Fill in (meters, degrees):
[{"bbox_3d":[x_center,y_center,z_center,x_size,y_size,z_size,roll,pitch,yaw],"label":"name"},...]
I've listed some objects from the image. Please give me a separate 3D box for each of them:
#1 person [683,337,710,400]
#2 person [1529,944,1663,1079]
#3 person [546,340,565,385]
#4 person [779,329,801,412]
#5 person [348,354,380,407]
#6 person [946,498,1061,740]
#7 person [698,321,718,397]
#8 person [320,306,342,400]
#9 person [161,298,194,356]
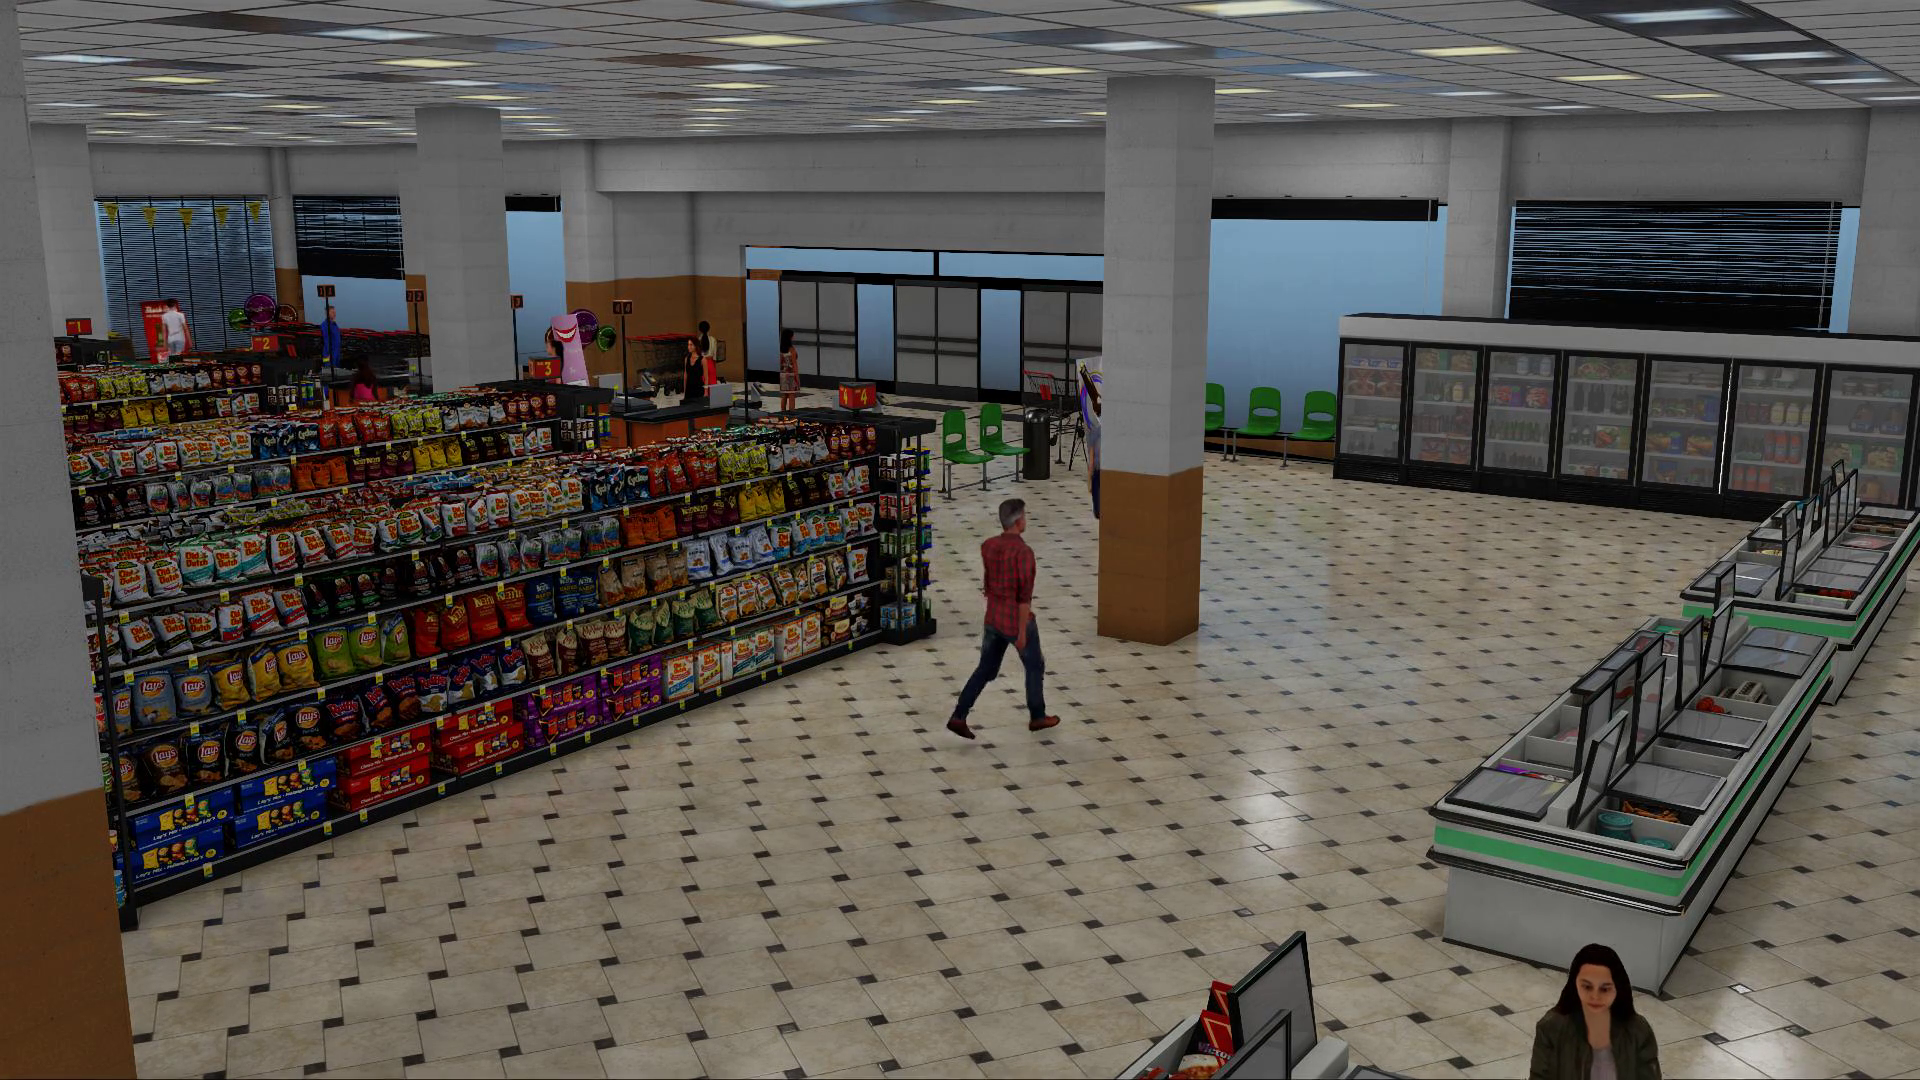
[{"bbox_3d":[-4.043,-2.203,25.546,0.616,1.834,0.580,5,13,24],"label":"person"},{"bbox_3d":[2.261,2.121,5.971,0.890,1.439,1.099,1,12,7],"label":"person"},{"bbox_3d":[-6.362,-2.296,26.250,0.742,1.727,0.716,-5,13,-21],"label":"person"},{"bbox_3d":[-3.012,-2.883,29.232,0.603,1.645,0.693,-11,16,-42],"label":"person"},{"bbox_3d":[-8.581,-1.815,24.099,0.757,1.671,1.084,11,16,43],"label":"person"},{"bbox_3d":[0.278,0.625,12.228,1.300,1.788,0.910,-10,16,-40],"label":"person"},{"bbox_3d":[-4.463,-2.949,29.193,0.601,1.792,0.733,-8,14,-32],"label":"person"},{"bbox_3d":[-12.283,-3.664,32.505,0.859,1.825,0.745,0,12,-2],"label":"person"},{"bbox_3d":[-16.243,-4.055,34.402,1.046,1.809,1.329,2,12,8],"label":"person"}]
